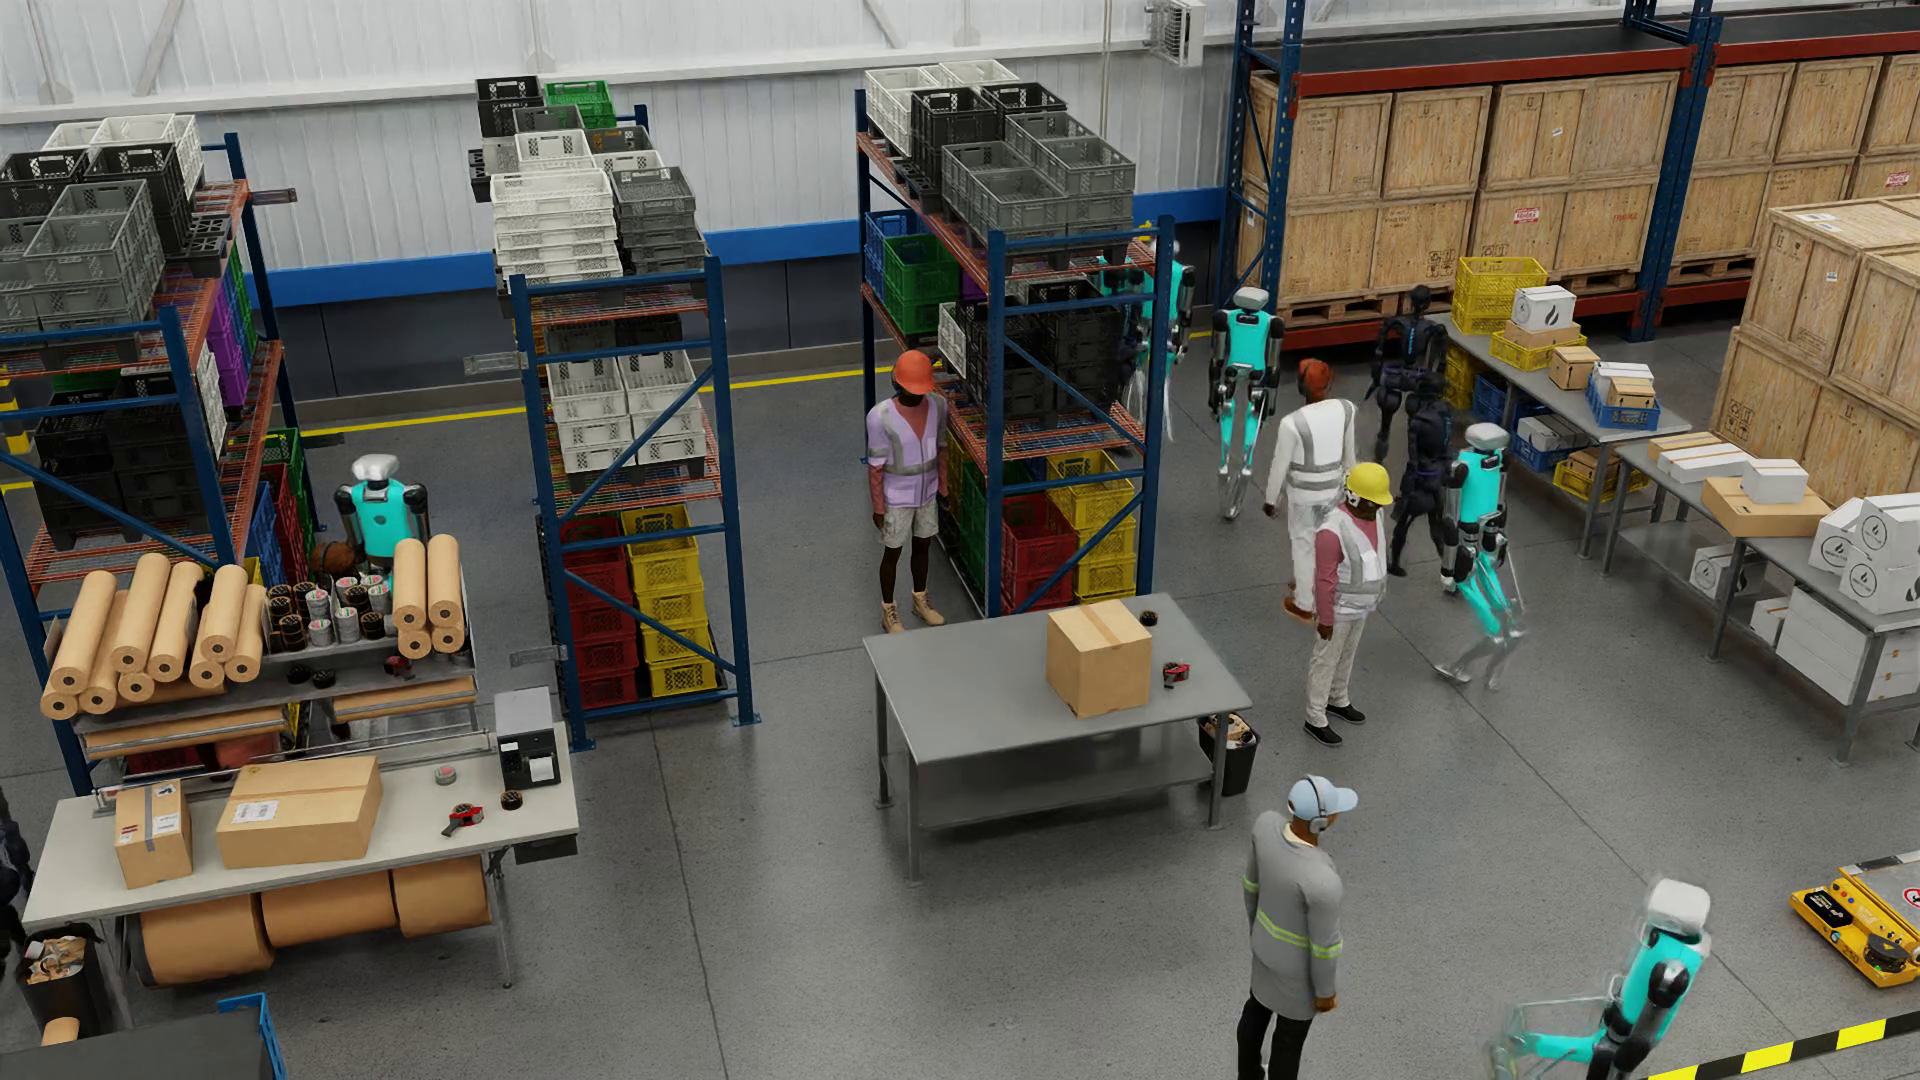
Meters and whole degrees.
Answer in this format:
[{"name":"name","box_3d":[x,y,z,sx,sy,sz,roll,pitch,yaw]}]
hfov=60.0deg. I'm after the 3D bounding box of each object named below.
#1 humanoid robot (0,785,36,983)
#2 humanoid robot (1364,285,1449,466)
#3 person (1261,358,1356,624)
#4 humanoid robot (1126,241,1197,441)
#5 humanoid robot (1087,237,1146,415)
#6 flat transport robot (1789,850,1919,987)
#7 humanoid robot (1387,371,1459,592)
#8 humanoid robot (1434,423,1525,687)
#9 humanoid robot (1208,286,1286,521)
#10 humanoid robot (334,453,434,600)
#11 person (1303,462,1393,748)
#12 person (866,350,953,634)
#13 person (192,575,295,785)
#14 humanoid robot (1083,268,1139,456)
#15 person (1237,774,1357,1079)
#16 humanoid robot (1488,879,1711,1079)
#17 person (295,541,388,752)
[{"name":"humanoid robot","box_3d":[-4.736,1.558,7.904,0.600,1.627,0.721,8,30,15]},{"name":"humanoid robot","box_3d":[3.438,-1.190,12.867,0.587,1.654,0.375,9,30,16]},{"name":"person","box_3d":[2.306,-0.346,11.129,0.621,1.863,0.586,-14,32,-23]},{"name":"humanoid robot","box_3d":[1.619,-1.668,13.663,0.540,1.778,0.728,2,29,4]},{"name":"humanoid robot","box_3d":[1.348,-1.796,13.765,0.533,1.677,0.735,10,30,17]},{"name":"flat transport robot","box_3d":[5.163,1.916,8.676,1.431,0.231,0.659,-8,30,-14]},{"name":"humanoid robot","box_3d":[3.259,-0.384,11.452,0.753,1.632,0.616,23,36,36]},{"name":"humanoid robot","box_3d":[3.299,0.201,10.287,0.539,1.808,0.708,-19,34,-30]},{"name":"humanoid robot","box_3d":[2.039,-0.910,12.341,0.538,1.819,0.781,11,31,19]},{"name":"humanoid robot","box_3d":[-3.403,0.174,10.256,0.530,1.734,0.701,-1,29,-1]},{"name":"person","box_3d":[2.311,0.363,9.886,0.403,1.823,0.585,23,36,35]},{"name":"person","box_3d":[-0.308,-0.294,10.868,0.604,2.033,0.387,-18,34,-30]},{"name":"person","box_3d":[-3.636,1.053,8.483,0.363,1.965,0.610,7,30,12]},{"name":"humanoid robot","box_3d":[1.191,-1.452,13.340,0.601,1.643,0.431,-23,36,-35]},{"name":"person","box_3d":[1.460,1.789,7.262,0.392,1.853,0.587,-12,31,-20]},{"name":"humanoid robot","box_3d":[2.580,2.067,6.853,1.008,1.721,0.534,14,32,24]},{"name":"person","box_3d":[-3.258,0.826,9.024,0.431,1.844,0.618,4,29,7]}]
